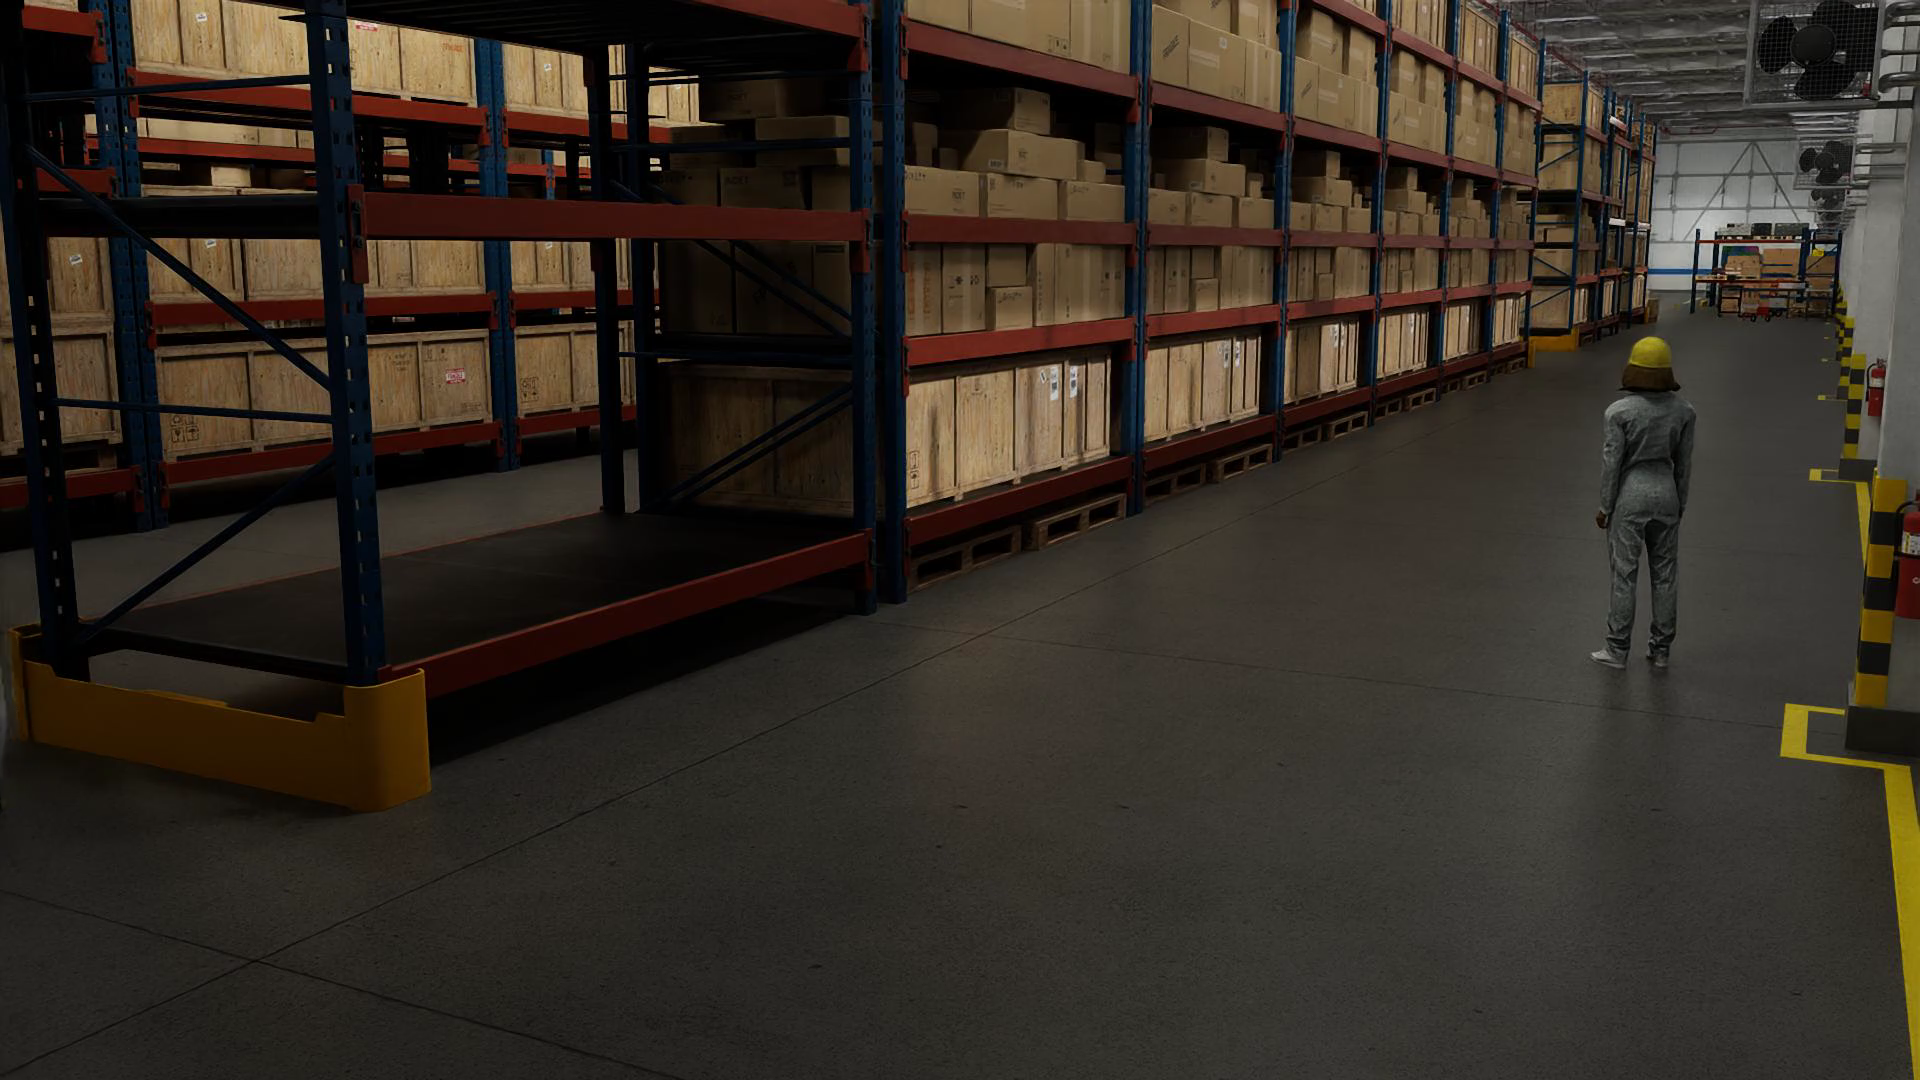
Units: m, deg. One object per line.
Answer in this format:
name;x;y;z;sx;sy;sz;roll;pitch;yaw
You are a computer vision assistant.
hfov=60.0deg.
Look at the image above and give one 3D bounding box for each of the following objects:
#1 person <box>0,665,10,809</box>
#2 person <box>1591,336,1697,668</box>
person;-2.673;0.599;4.163;0.516;1.740;0.579;7;12;34
person;3.583;-0.191;8.739;0.487;1.746;0.287;-1;10;-5
